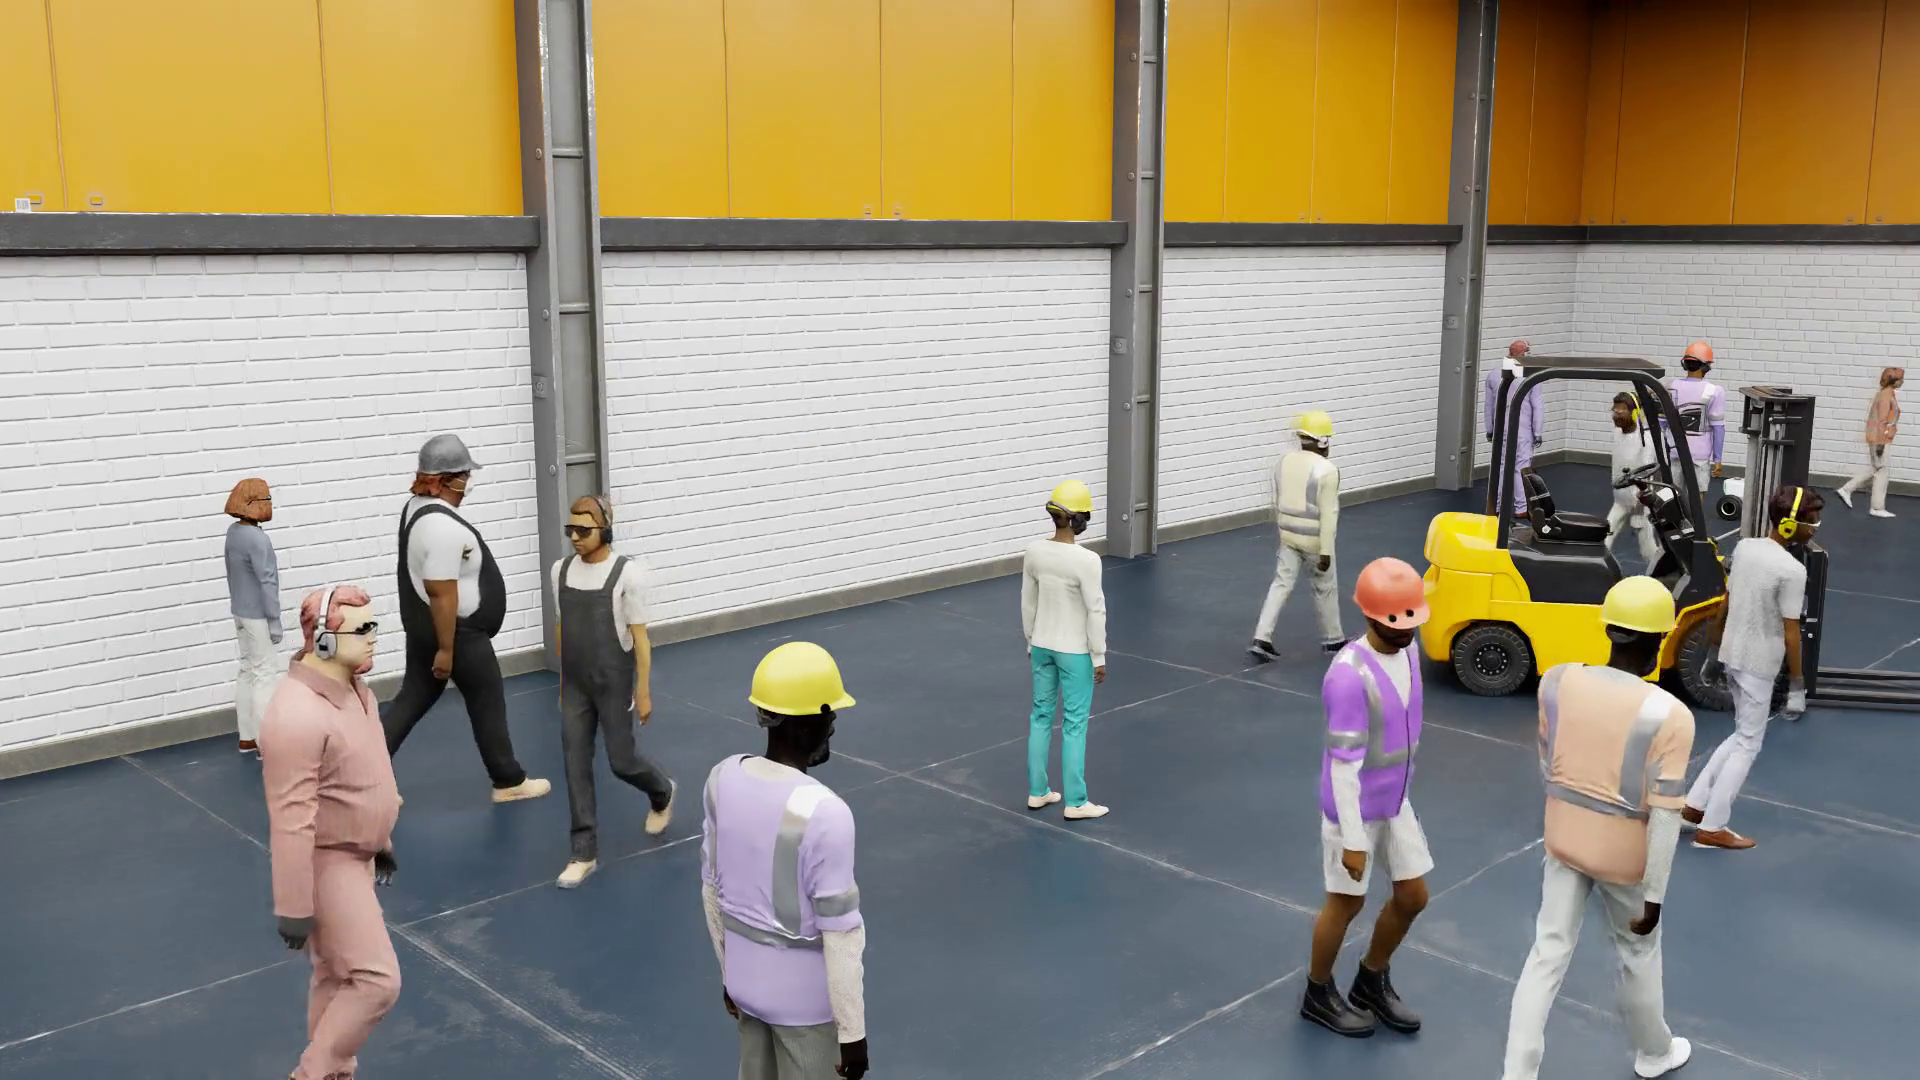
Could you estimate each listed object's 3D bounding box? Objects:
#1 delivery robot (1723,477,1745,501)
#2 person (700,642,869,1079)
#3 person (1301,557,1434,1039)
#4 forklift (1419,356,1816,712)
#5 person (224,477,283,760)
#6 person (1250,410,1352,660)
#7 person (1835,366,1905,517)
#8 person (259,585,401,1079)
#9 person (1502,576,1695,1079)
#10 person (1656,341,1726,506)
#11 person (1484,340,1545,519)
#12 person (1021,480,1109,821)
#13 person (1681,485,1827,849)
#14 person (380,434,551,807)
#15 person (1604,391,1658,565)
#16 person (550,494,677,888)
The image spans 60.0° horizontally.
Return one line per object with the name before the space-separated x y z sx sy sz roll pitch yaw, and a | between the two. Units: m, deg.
delivery robot | 8.453 -0.510 17.524 0.477 0.478 0.707 -10 14 -44
person | -0.456 1.222 4.591 0.376 1.925 0.594 -10 14 -44
person | 1.478 0.966 6.090 0.555 1.887 0.567 -10 14 -43
forklift | 4.276 -0.101 11.076 2.313 2.155 1.214 2 11 13
person | -4.051 0.450 9.601 0.264 1.632 0.508 -10 14 -44
person | 2.431 -0.026 11.786 0.928 1.797 0.608 -7 13 -34
person | 9.807 -1.061 17.871 0.500 1.619 0.541 5 11 24
person | -2.038 1.074 5.490 0.416 1.890 0.659 -2 11 -9
person | 2.218 1.044 5.714 0.981 1.879 0.592 -9 13 -39
person | 6.734 -0.806 15.338 0.390 2.039 0.615 -10 14 -44
person | 5.925 -1.179 17.744 0.405 1.904 0.652 -10 14 -44
person | 0.556 0.565 8.619 0.325 1.765 0.534 -10 14 -44
person | 3.849 0.634 8.063 0.452 1.828 0.540 -1 10 -5
person | -2.747 0.414 8.684 0.995 2.000 0.672 -7 12 -33
person | 5.217 -0.260 13.025 1.073 1.798 0.537 -3 11 -16
person | -1.667 0.670 7.901 0.511 1.825 0.775 4 11 22
